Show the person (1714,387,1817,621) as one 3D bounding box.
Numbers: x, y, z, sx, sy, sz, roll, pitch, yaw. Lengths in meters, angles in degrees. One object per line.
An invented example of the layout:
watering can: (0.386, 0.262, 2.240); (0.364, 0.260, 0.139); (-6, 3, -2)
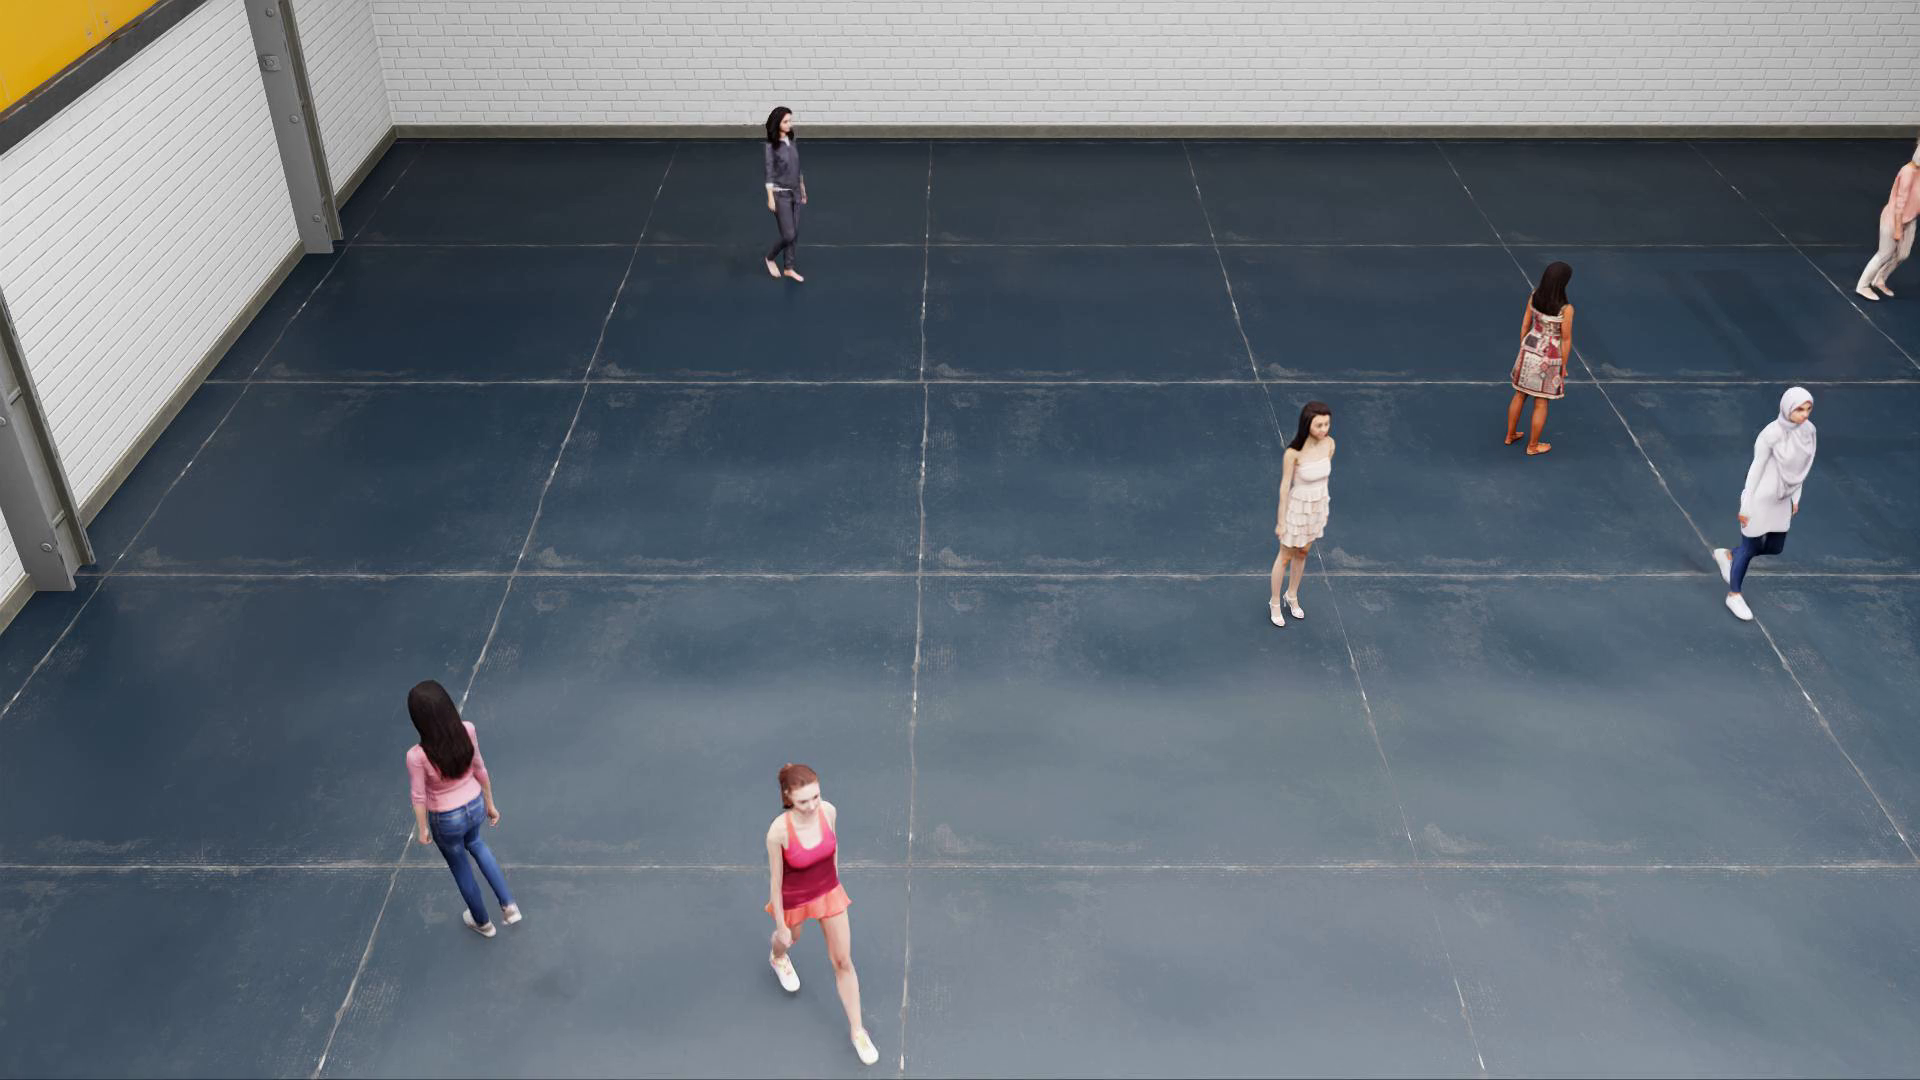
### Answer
person: (5.540, -0.305, 11.518); (0.746, 1.767, 0.858); (-9, 35, -13)

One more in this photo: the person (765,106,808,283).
person: (-1.763, -3.365, 16.137); (0.794, 1.750, 0.725); (21, 39, 28)

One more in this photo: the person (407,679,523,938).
person: (-2.625, 1.495, 8.838); (0.825, 1.736, 0.773); (25, 41, 32)

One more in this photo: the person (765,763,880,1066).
person: (-0.818, 1.780, 8.443); (0.995, 1.698, 1.235); (-18, 38, -25)

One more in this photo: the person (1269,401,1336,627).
person: (2.334, -0.181, 11.361); (0.652, 1.735, 0.667); (-16, 37, -22)

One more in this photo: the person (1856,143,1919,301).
person: (8.840, -3.043, 15.714); (0.811, 1.683, 0.772); (26, 42, 34)

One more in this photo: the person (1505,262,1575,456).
person: (4.677, -1.474, 13.386); (0.781, 1.645, 0.684); (-23, 40, -30)
